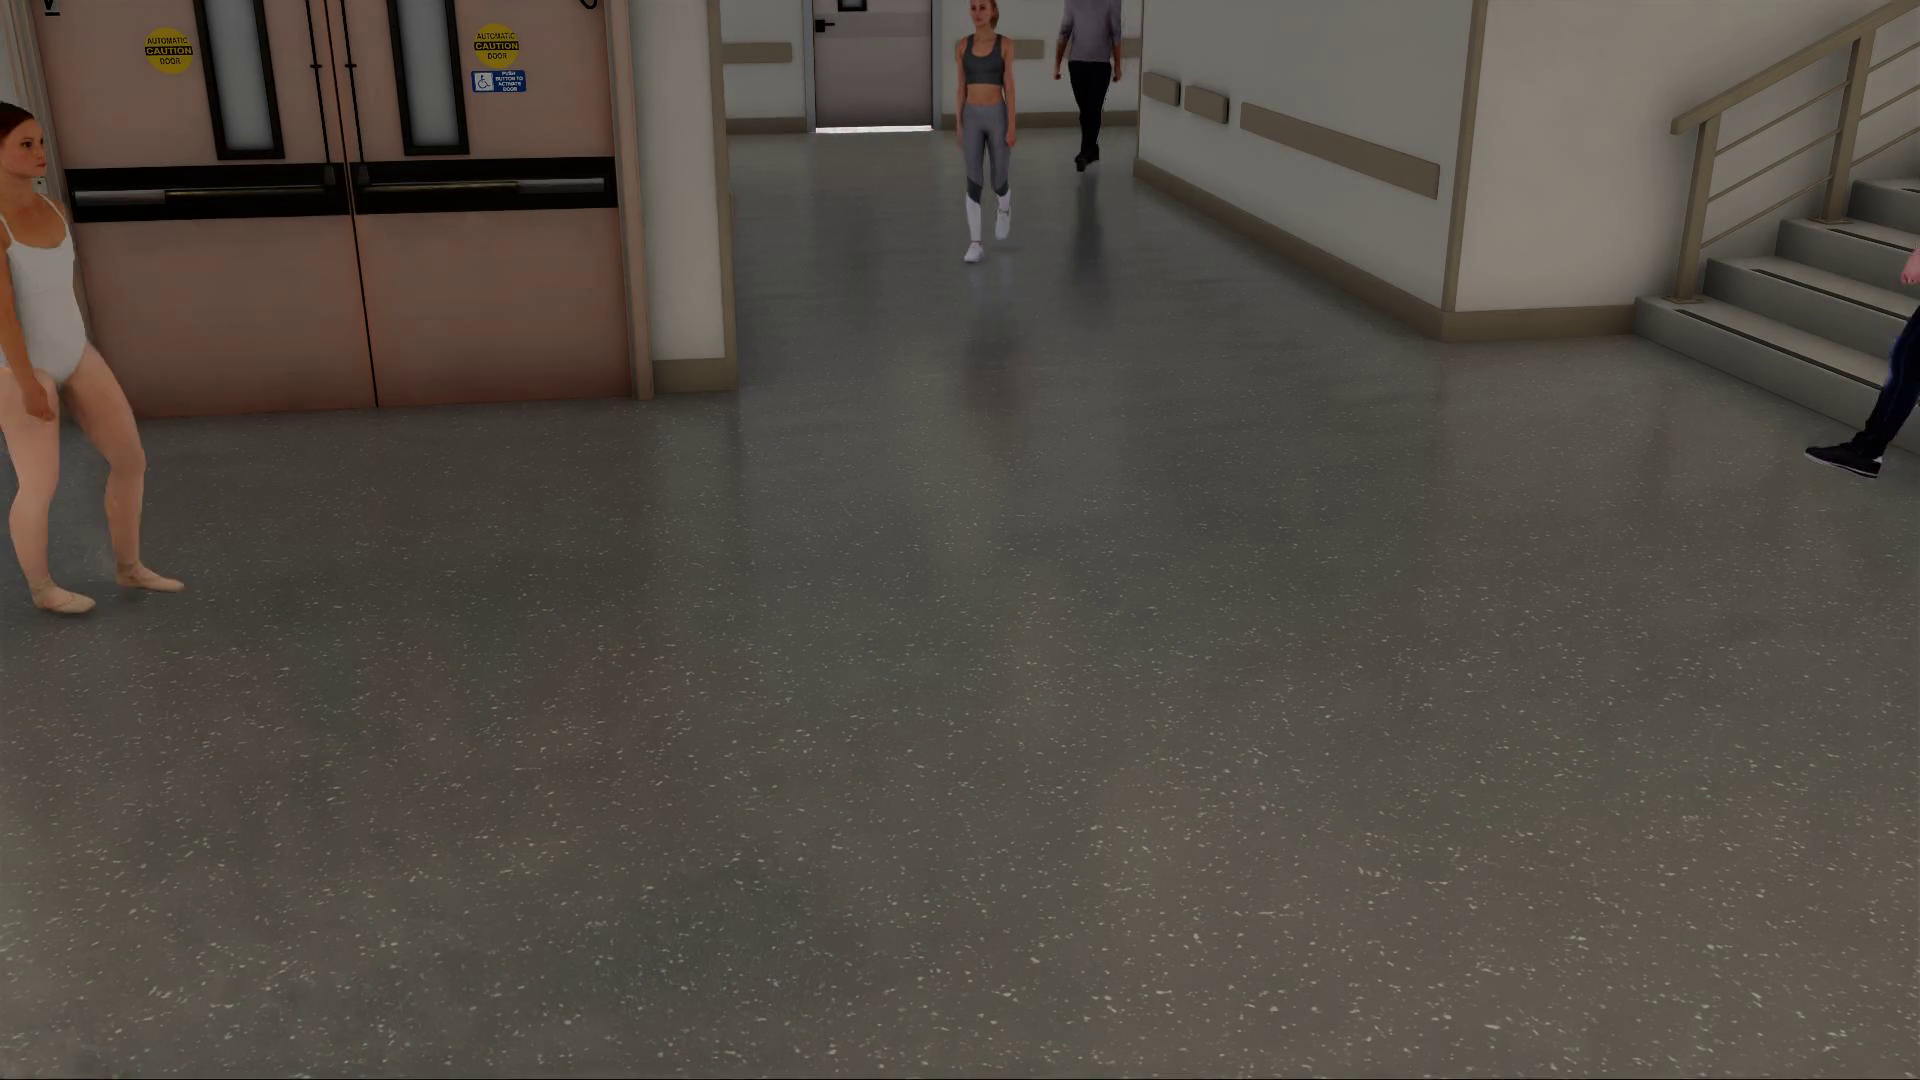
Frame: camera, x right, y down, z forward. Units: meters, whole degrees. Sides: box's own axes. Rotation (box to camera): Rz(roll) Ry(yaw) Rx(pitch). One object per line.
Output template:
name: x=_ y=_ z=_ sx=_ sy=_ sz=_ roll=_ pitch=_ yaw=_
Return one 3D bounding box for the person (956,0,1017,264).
person: x=0.199 y=-2.682 z=10.834 sx=0.972 sy=1.683 sz=0.867 roll=5 pitch=21 yaw=14

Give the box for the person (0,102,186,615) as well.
person: x=-2.956 y=-0.530 z=5.231 sx=0.766 sy=1.627 sz=0.694 roll=5 pitch=21 yaw=13

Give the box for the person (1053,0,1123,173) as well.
person: x=1.164 y=-4.107 z=14.444 sx=1.220 sy=1.791 sz=1.161 roll=9 pitch=22 yaw=22
